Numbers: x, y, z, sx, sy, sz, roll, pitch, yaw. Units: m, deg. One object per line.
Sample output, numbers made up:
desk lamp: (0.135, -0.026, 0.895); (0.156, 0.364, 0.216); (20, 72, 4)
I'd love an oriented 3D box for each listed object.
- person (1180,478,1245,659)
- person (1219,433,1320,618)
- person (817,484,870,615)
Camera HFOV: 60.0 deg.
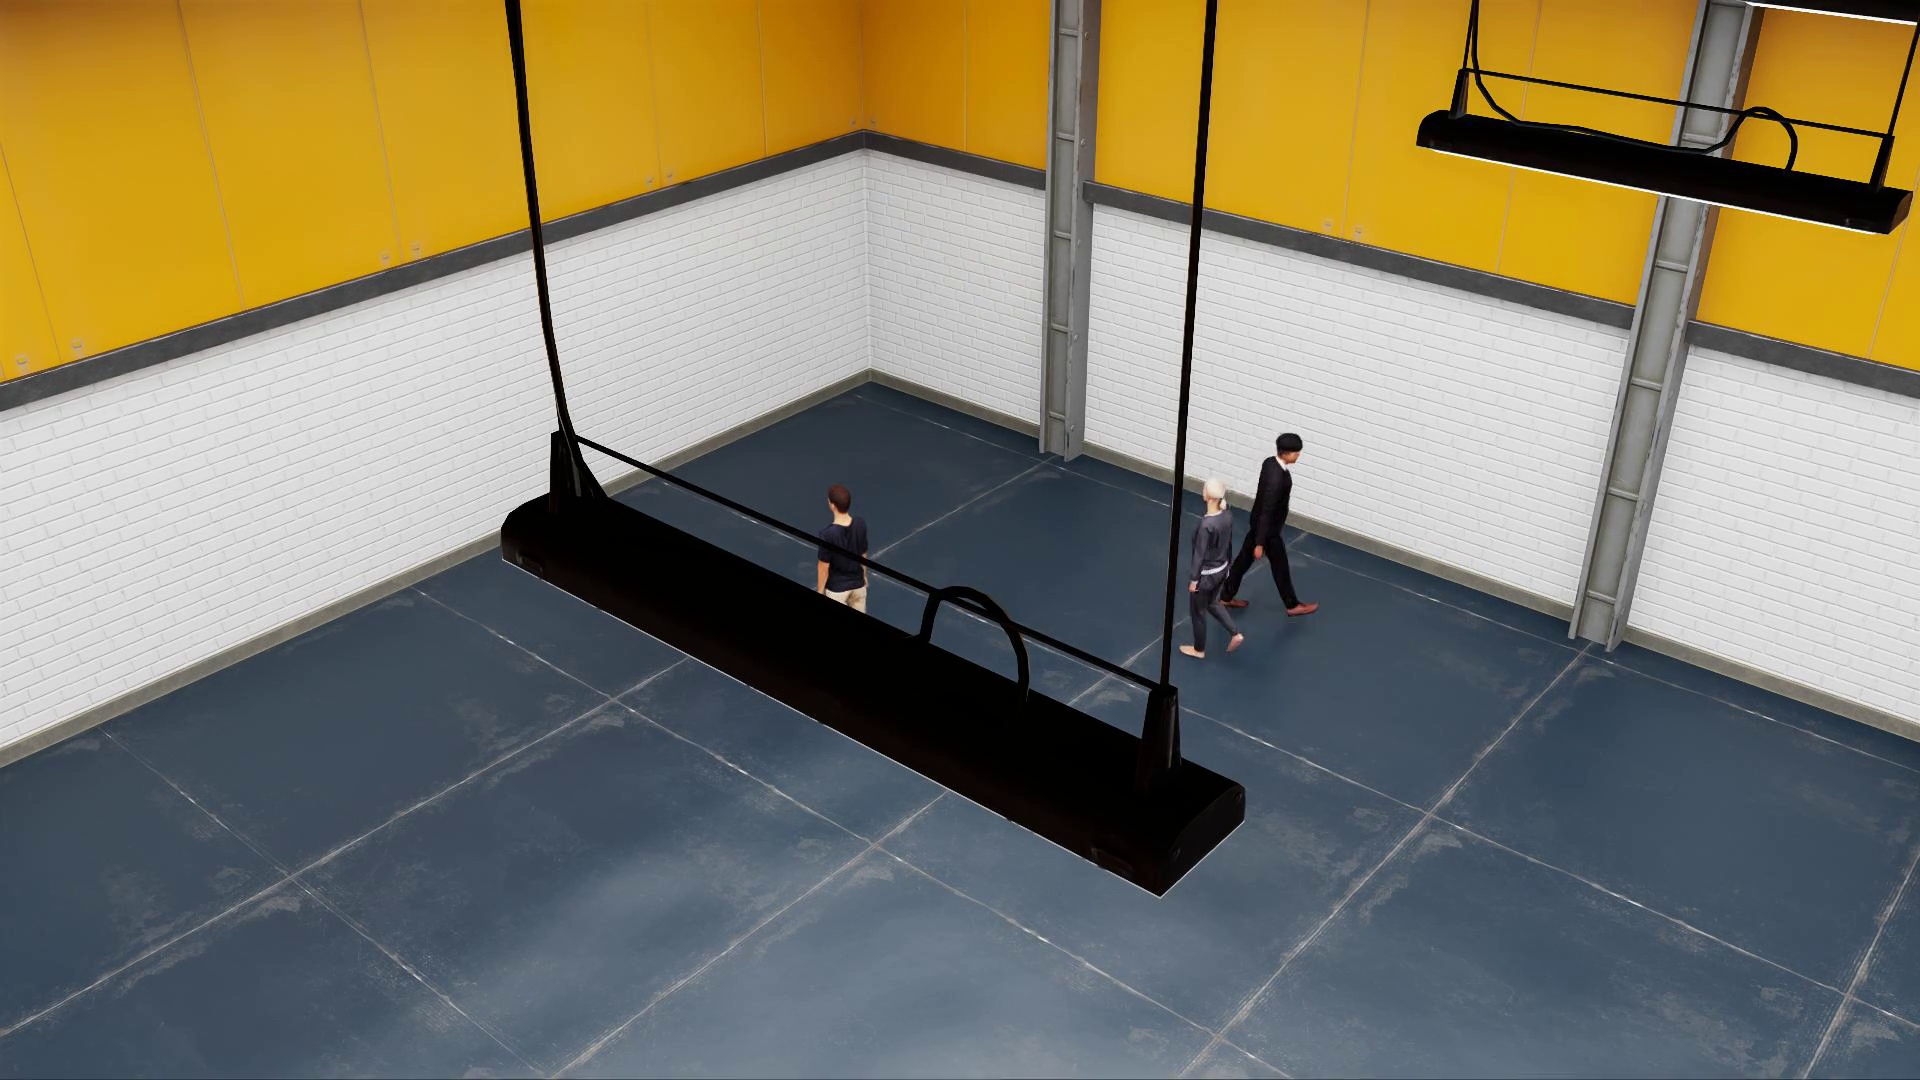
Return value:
person: (2.209, 0.283, 14.241); (0.773, 1.713, 0.636); (19, 34, 31)
person: (2.639, -0.107, 14.837); (1.314, 1.827, 1.197); (1, 29, 2)
person: (-0.948, 0.386, 13.907); (0.688, 1.852, 0.623); (-19, 34, -31)
